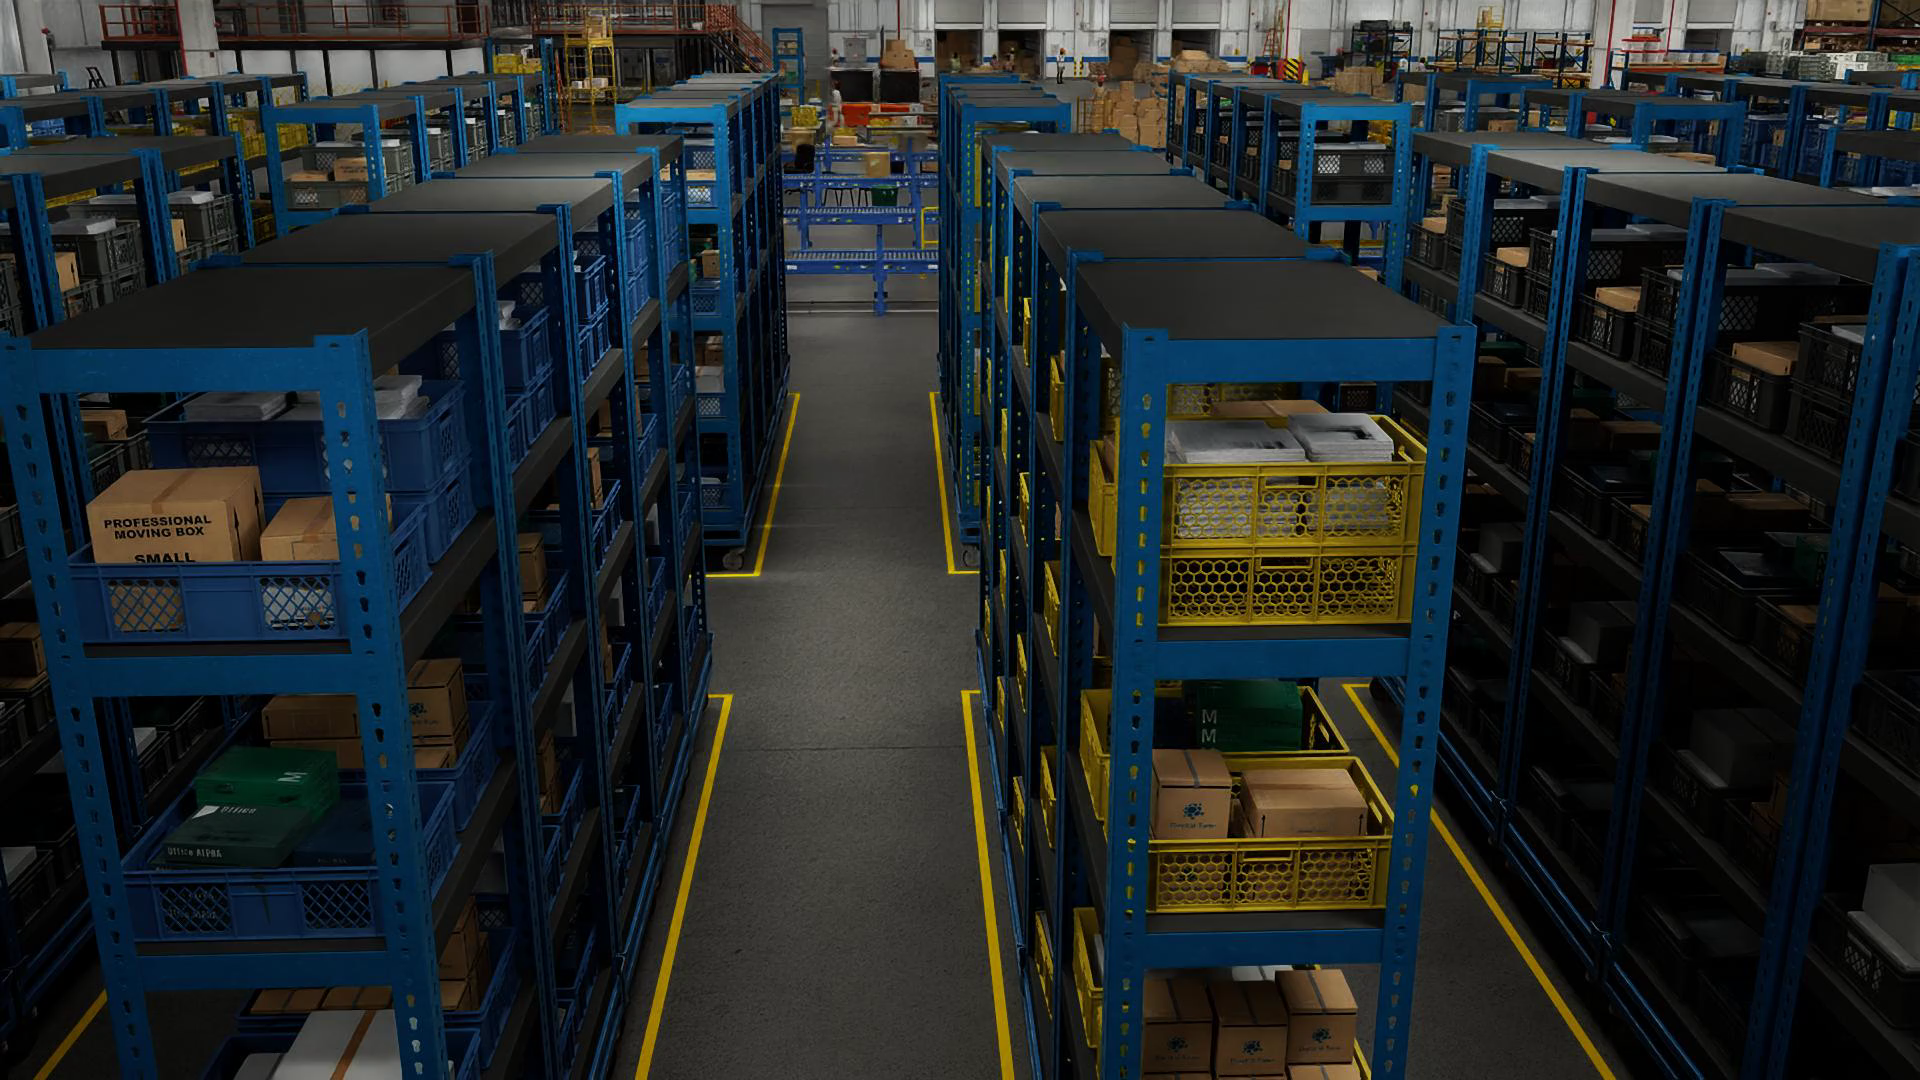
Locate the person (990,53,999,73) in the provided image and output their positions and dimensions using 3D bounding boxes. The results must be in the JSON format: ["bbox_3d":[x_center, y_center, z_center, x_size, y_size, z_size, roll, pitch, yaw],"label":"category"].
[{"bbox_3d":[1.816,-24.829,87.875,0.533,1.772,0.296,-9,20,-27],"label":"person"}]

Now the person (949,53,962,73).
[{"bbox_3d":[-0.192,-24.549,86.945,0.620,1.814,0.714,-11,21,-30],"label":"person"}]

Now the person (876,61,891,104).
[{"bbox_3d":[-3.214,-18.978,69.419,1.028,2.003,0.628,-13,22,-35],"label":"person"}]

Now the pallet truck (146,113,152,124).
[{"bbox_3d":[-18.087,-8.309,36.390,1.885,1.965,0.823,-1,18,-4],"label":"pallet truck"}]

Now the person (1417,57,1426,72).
[{"bbox_3d":[21.793,-21.862,78.578,0.429,1.842,0.635,1,18,4],"label":"person"}]

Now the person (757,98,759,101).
[{"bbox_3d":[-5.594,-11.570,46.685,0.508,1.872,0.329,6,19,17],"label":"person"}]

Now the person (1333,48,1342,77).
[{"bbox_3d":[20.306,-25.386,89.266,0.639,1.974,0.480,-15,23,-39],"label":"person"}]

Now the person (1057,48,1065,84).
[{"bbox_3d":[5.564,-26.094,91.534,0.542,1.931,0.375,-14,23,-37],"label":"person"}]

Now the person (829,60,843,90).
[{"bbox_3d":[-5.508,-20.353,73.823,0.639,1.903,0.968,-8,20,-23],"label":"person"}]

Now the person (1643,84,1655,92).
[{"bbox_3d":[34.284,-23.183,82.555,0.703,1.916,0.644,8,19,22],"label":"person"}]

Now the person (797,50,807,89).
[{"bbox_3d":[-8.172,-24.366,86.150,0.375,1.950,0.614,9,20,27],"label":"person"}]

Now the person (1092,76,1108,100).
[{"bbox_3d":[4.849,-15.114,57.638,0.546,1.893,0.990,-2,18,-6],"label":"person"}]

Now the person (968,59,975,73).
[{"bbox_3d":[0.496,-20.825,75.342,0.563,1.859,0.532,2,18,5],"label":"person"}]

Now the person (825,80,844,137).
[{"bbox_3d":[-4.137,-14.261,55.049,0.854,1.855,0.576,1,18,2],"label":"person"}]

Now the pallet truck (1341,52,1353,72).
[{"bbox_3d":[18.794,-23.123,82.231,0.823,1.965,1.885,-13,22,-35],"label":"pallet truck"}]

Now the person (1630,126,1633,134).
[{"bbox_3d":[19.786,-12.200,48.908,0.535,1.699,0.318,15,23,38],"label":"person"}]

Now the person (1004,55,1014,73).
[{"bbox_3d":[2.565,-24.989,88.549,0.520,1.653,0.867,-6,19,-19],"label":"person"}]

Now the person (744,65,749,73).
[{"bbox_3d":[-8.455,-17.811,65.909,0.375,1.922,0.594,11,21,31],"label":"person"}]

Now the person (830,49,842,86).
[{"bbox_3d":[-6.690,-25.312,89.095,0.644,1.937,1.012,9,20,27],"label":"person"}]

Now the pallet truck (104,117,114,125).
[{"bbox_3d":[-18.367,-7.885,35.078,1.885,1.965,0.823,1,18,2],"label":"pallet truck"}]

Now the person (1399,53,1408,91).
[{"bbox_3d":[22.432,-23.695,84.205,0.355,1.877,0.578,-6,19,-18],"label":"person"}]

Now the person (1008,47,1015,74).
[{"bbox_3d":[2.823,-26.991,94.374,0.886,1.900,0.595,6,19,19],"label":"person"}]

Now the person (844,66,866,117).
[{"bbox_3d":[-3.979,-17.191,63.806,0.982,2.000,0.683,3,18,9],"label":"person"}]

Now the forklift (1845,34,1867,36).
[{"bbox_3d":[44.081,-23.568,82.196,1.129,2.768,1.873,-1,18,-2],"label":"forklift"}]

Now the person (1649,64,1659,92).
[{"bbox_3d":[33.275,-22.307,79.978,0.404,1.826,0.571,-8,20,-24],"label":"person"}]
